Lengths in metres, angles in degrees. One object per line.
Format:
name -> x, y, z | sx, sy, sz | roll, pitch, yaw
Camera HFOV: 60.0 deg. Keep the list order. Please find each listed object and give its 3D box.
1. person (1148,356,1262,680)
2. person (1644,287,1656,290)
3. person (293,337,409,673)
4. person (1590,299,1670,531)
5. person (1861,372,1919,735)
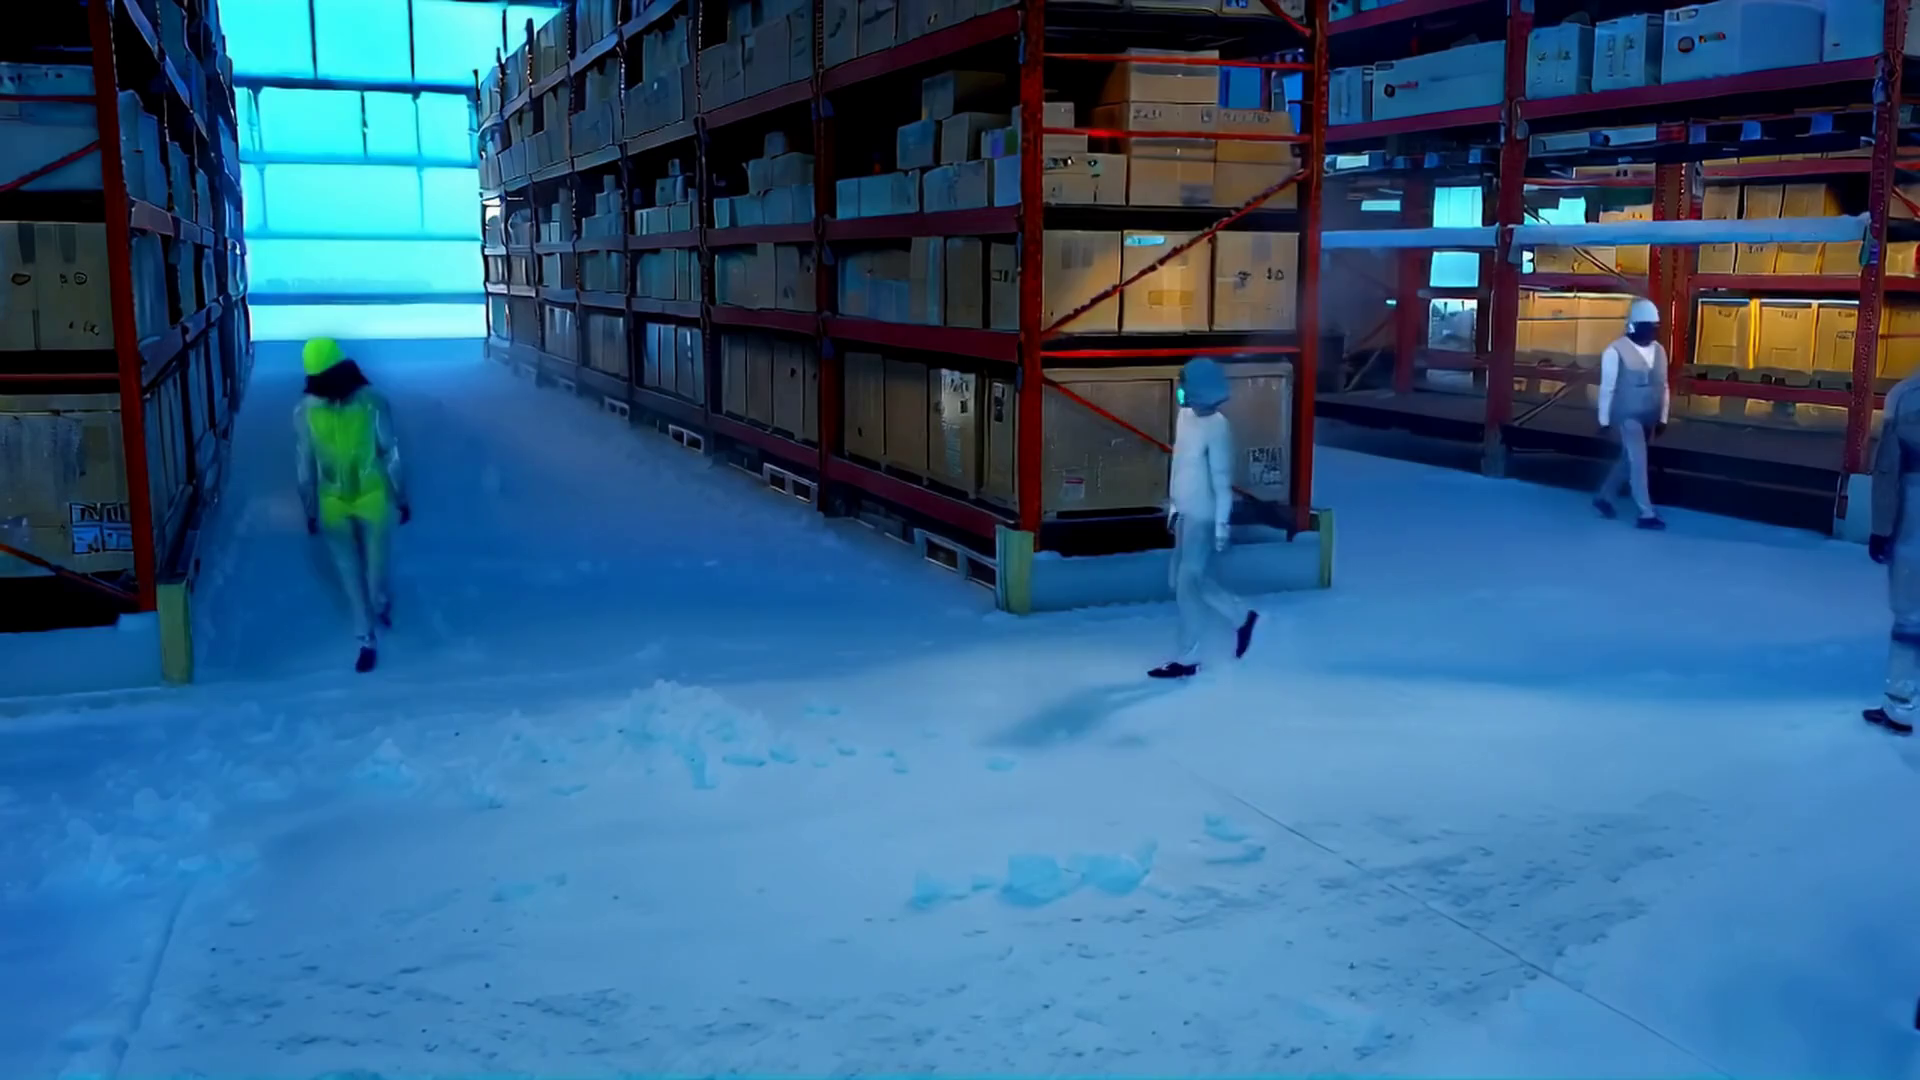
person -> 1.240, -0.110, 8.282 | 0.576, 1.615, 0.519 | -3, 10, -15
person -> 10.843, -3.179, 26.232 | 0.525, 1.771, 0.305 | -3, 10, -16
person -> -3.096, -0.191, 8.508 | 0.539, 1.703, 0.475 | -2, 10, -14
person -> 5.313, -1.008, 13.144 | 0.599, 1.798, 0.882 | -4, 10, -22
person -> 4.301, -0.081, 7.285 | 0.648, 1.898, 0.395 | 1, 9, 3
